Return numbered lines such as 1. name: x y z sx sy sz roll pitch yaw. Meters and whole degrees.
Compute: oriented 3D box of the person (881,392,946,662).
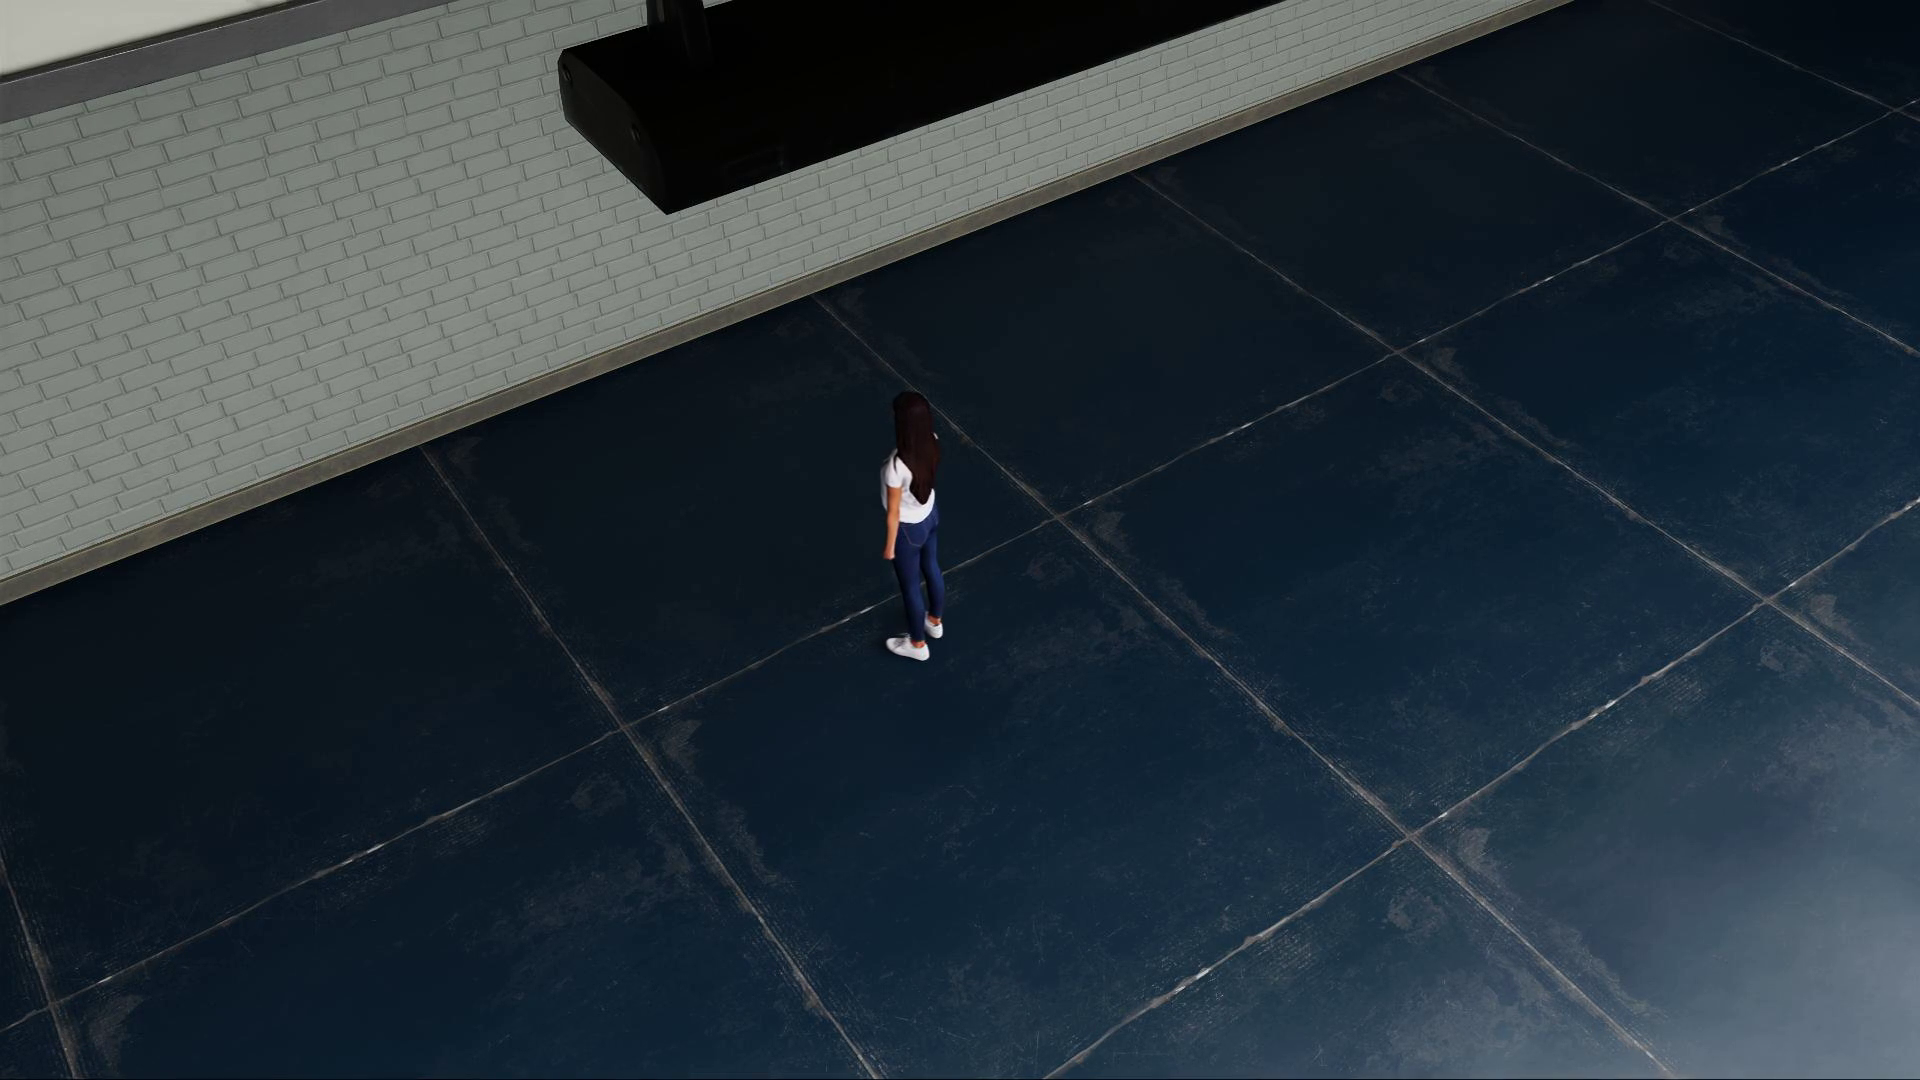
1. person: -0.238 -0.069 9.013 0.651 1.775 0.653 20 47 20
